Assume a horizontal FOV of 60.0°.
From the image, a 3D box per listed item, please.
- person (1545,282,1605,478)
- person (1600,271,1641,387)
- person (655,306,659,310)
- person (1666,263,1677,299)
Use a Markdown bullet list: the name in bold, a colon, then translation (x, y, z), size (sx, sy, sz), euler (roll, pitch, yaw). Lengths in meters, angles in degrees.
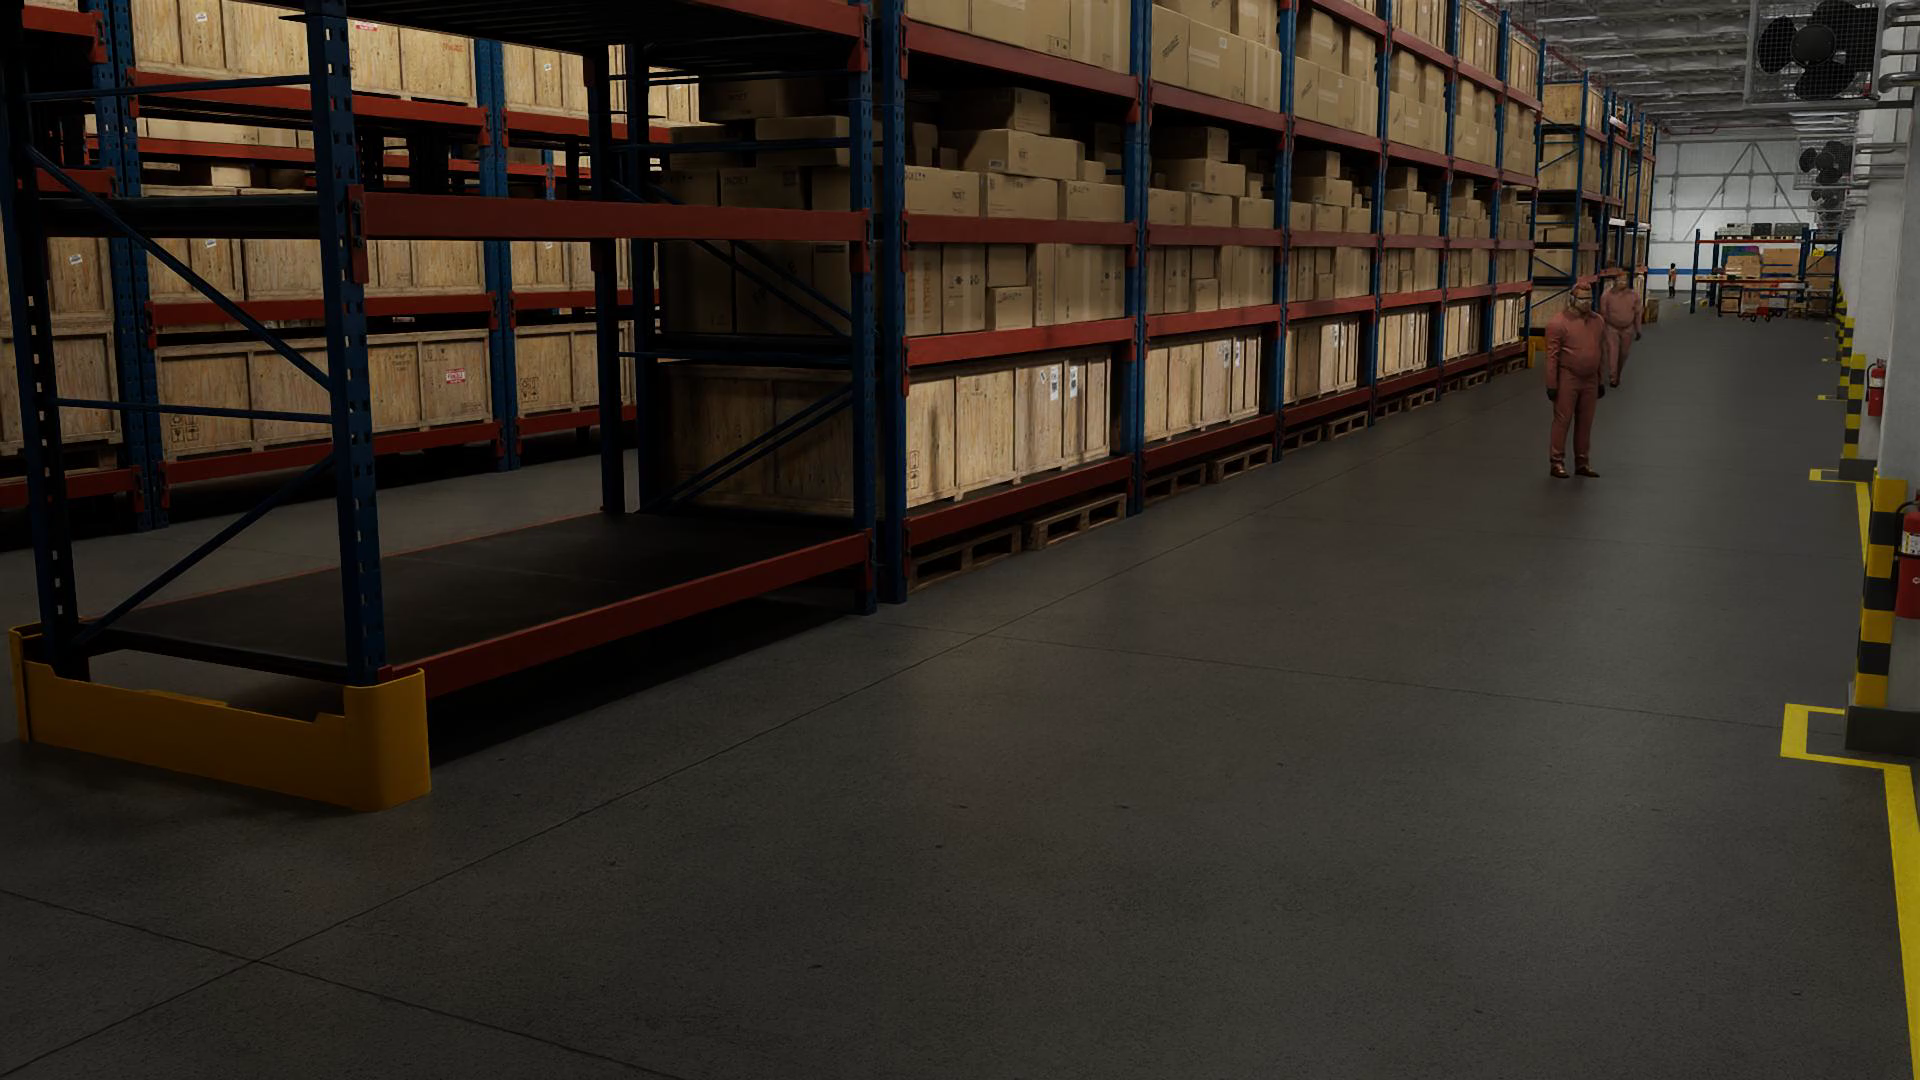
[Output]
- **person**: translation (5.976, -1.541, 16.126), size (0.654, 1.897, 0.403), euler (-3, 10, -18)
- **person**: translation (10.787, -3.460, 27.246), size (0.644, 1.887, 0.765), euler (2, 10, 9)
- **person**: translation (-4.761, -3.345, 26.487), size (0.539, 1.930, 0.386), euler (-5, 11, -25)
- **person**: translation (33.930, -12.331, 79.196), size (0.539, 1.685, 0.320), euler (-7, 12, -35)
